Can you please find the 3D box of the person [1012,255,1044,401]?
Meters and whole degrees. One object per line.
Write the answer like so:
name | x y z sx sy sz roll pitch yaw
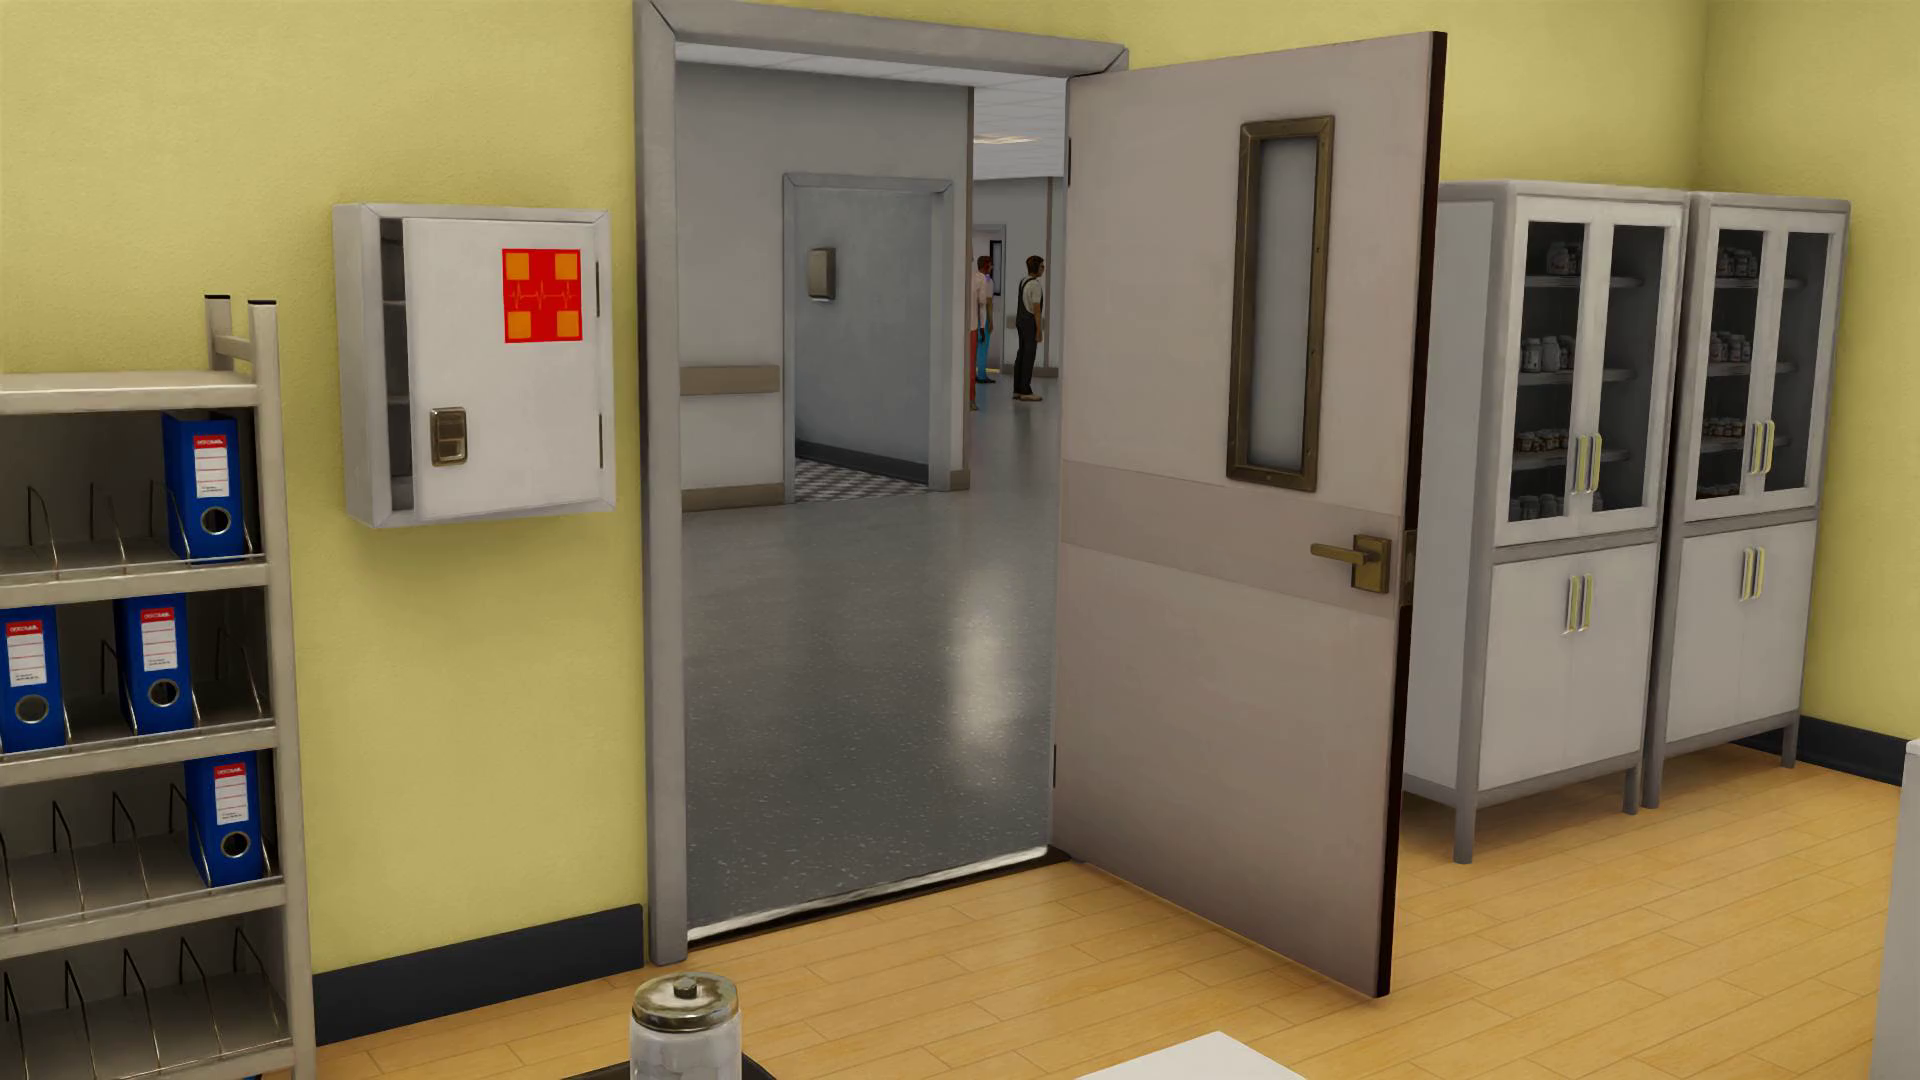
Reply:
person | 0.889 -2.673 21.031 0.359 1.836 0.505 -3 10 -20

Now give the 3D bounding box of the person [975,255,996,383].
person | 0.294 -3.173 23.970 0.390 1.837 0.560 -6 11 -34
